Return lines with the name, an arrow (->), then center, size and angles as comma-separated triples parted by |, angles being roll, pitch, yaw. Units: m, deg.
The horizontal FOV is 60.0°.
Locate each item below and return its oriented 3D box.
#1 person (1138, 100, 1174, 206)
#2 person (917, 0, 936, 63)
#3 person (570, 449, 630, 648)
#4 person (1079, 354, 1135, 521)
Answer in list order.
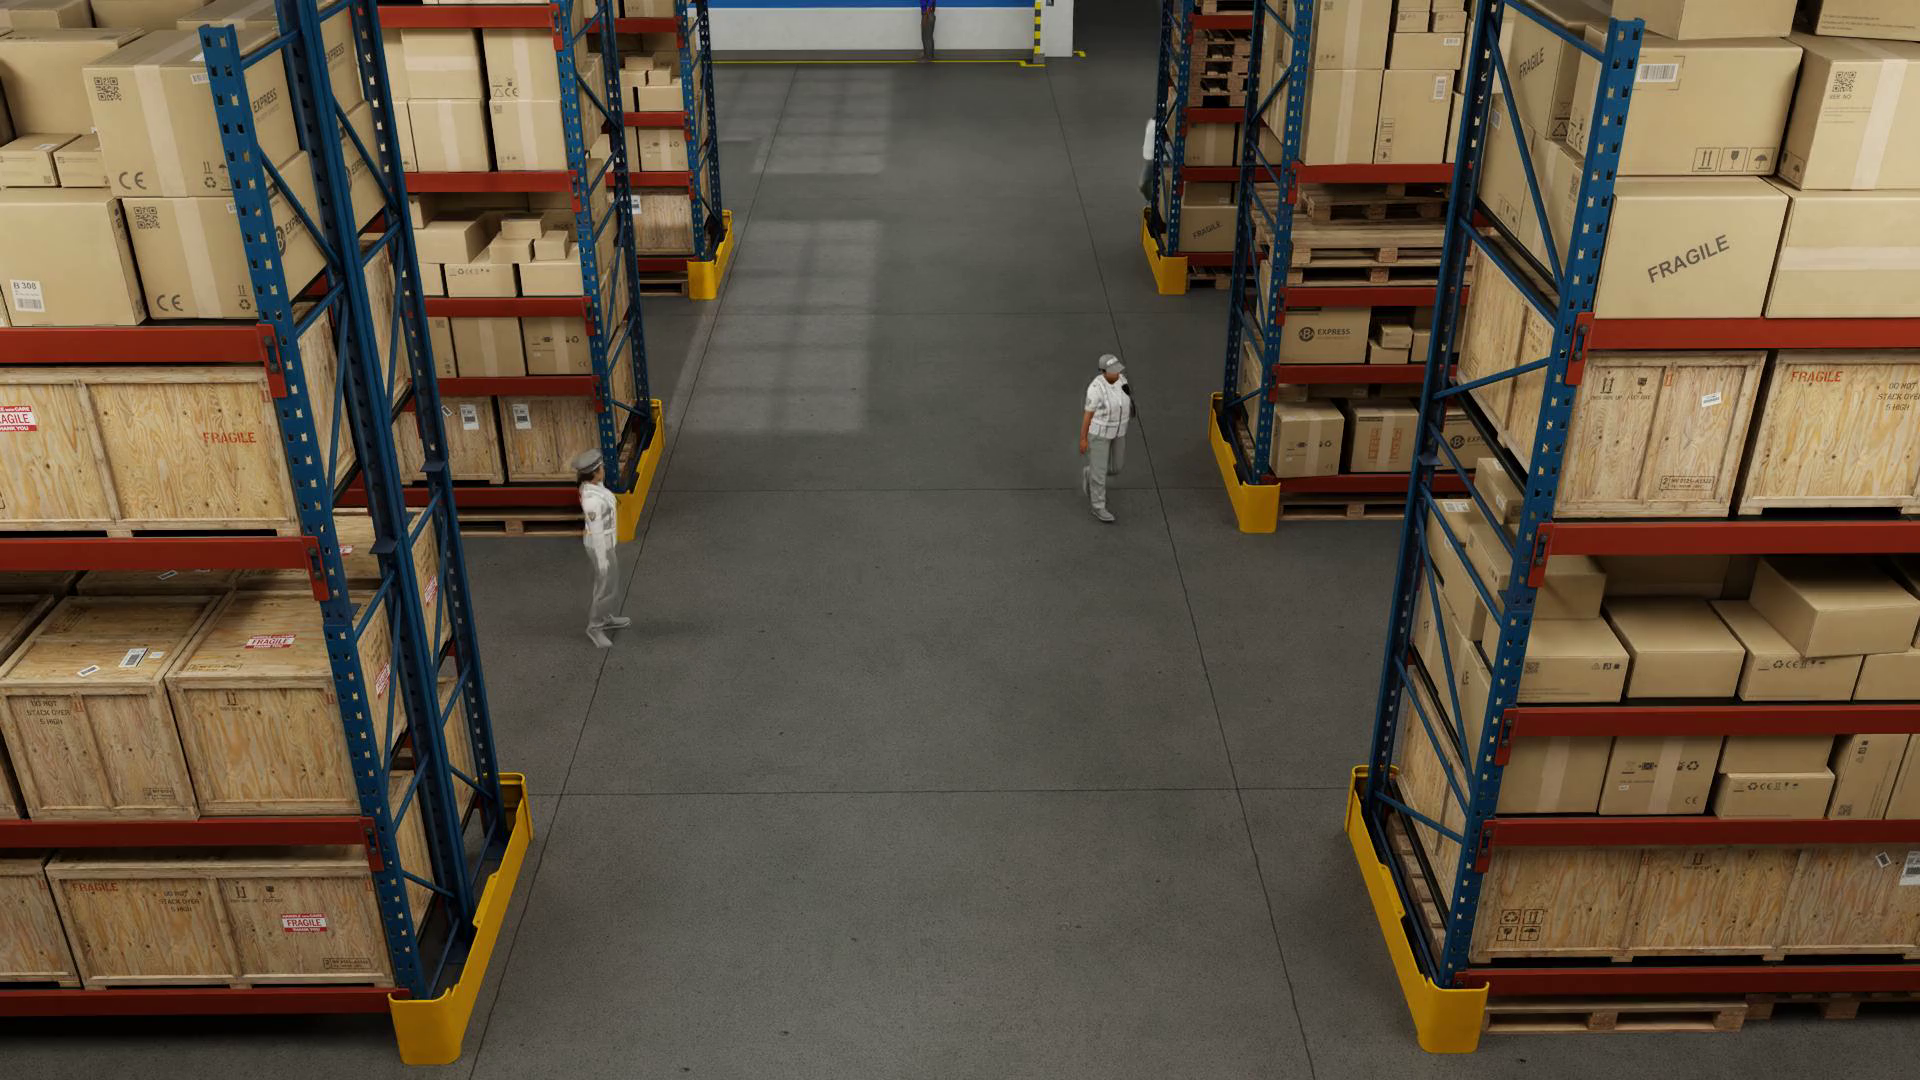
person -> 2.867, -5.528, 24.159 | 0.550, 1.776, 0.529 | 19, 34, 32
person -> -0.672, -10.501, 33.555 | 0.353, 1.658, 0.440 | 7, 29, 12
person -> -3.019, 0.063, 13.902 | 0.382, 1.709, 0.523 | -5, 29, -10
person -> 1.343, -1.047, 15.947 | 0.550, 1.647, 0.669 | -20, 34, -32
